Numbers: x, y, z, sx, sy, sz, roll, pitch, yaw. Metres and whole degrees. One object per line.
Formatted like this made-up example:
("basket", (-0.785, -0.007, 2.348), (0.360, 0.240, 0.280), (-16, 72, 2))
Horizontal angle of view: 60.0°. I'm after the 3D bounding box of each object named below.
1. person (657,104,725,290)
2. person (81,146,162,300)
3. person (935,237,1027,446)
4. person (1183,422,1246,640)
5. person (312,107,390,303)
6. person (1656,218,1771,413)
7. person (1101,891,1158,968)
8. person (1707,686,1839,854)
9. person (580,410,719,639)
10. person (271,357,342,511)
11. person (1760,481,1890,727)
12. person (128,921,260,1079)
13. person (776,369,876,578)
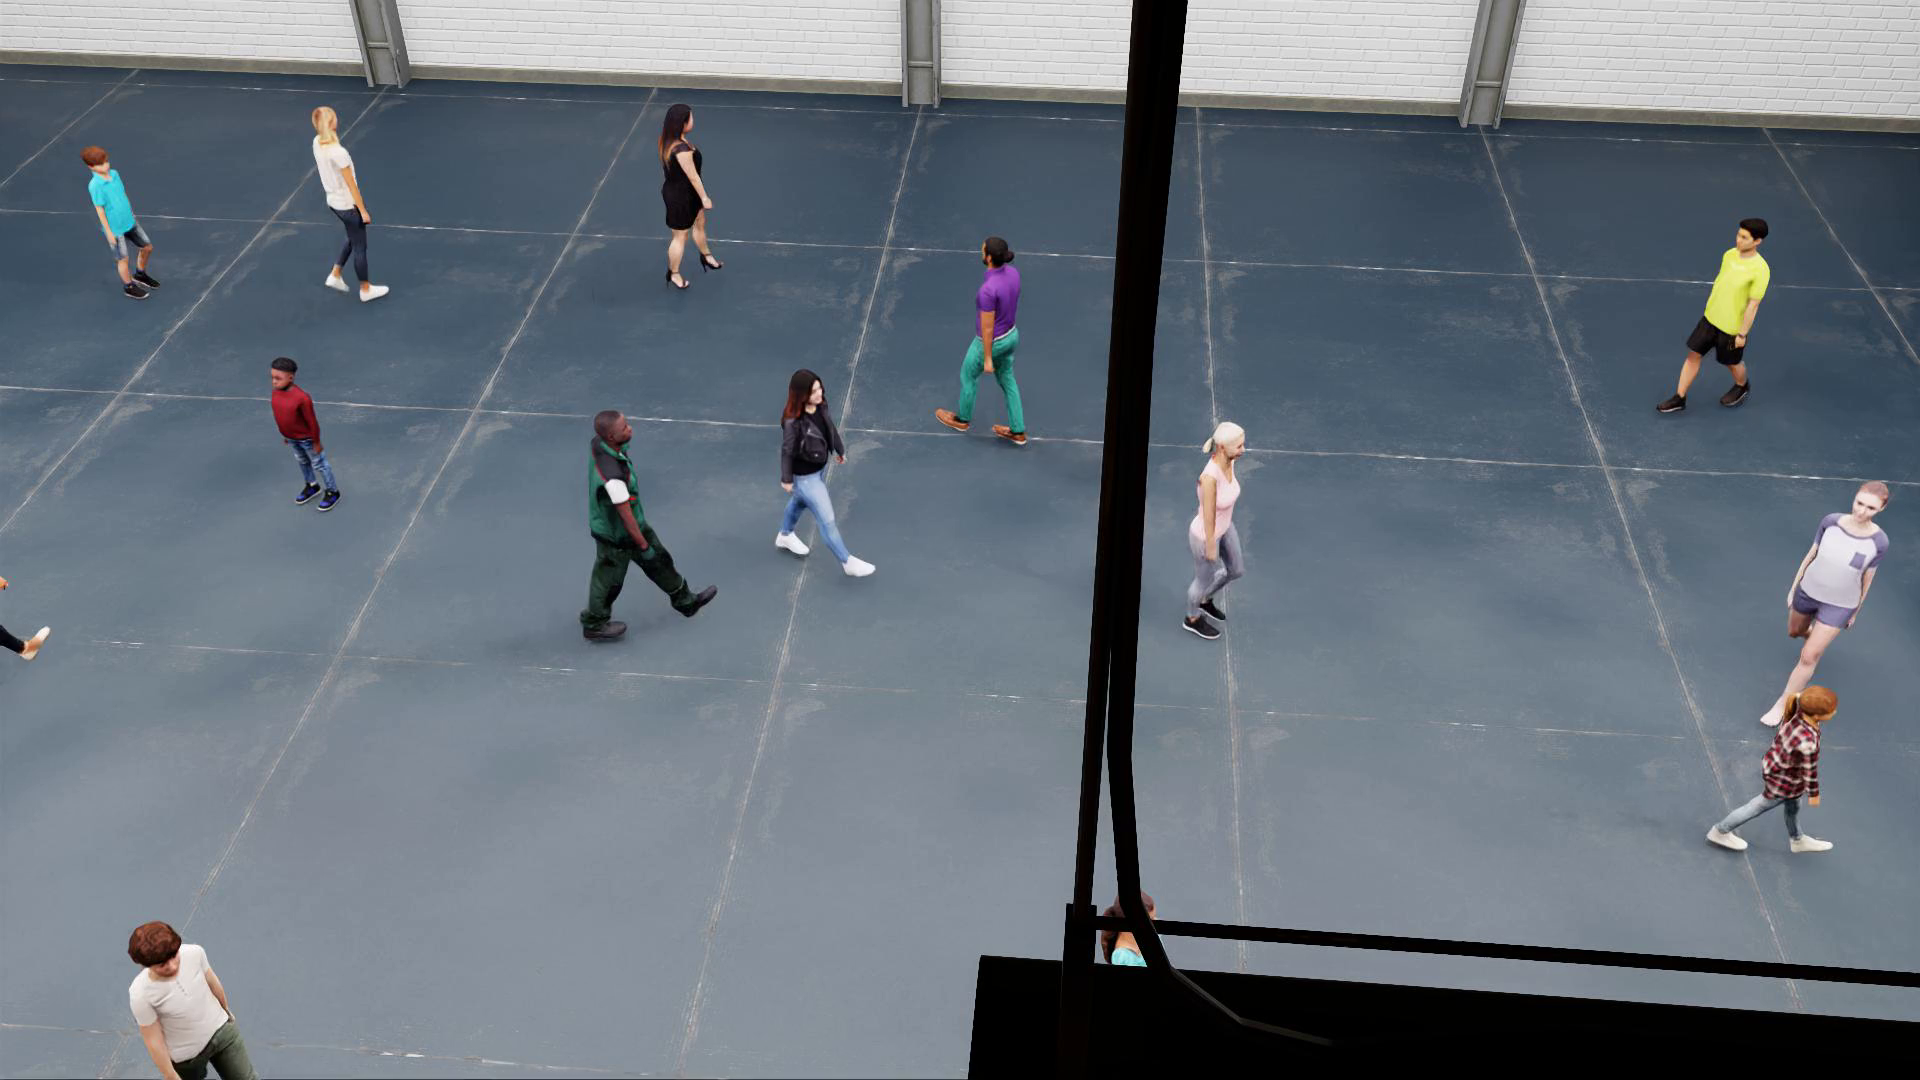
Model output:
("person", (-2.512, -2.958, 14.567), (0.949, 1.693, 0.856), (-16, 41, -20))
("person", (-7.430, -2.796, 14.567), (0.588, 1.438, 0.590), (10, 40, 13))
("person", (0.350, -1.471, 12.669), (1.105, 1.737, 0.935), (23, 44, 26))
("person", (1.584, -0.079, 10.944), (0.706, 1.714, 0.655), (24, 44, 27))
("person", (-5.381, -2.838, 14.330), (0.865, 1.801, 0.810), (-31, 48, -33))
("person", (6.092, -1.745, 13.060), (1.169, 1.676, 0.956), (-15, 41, -18))
("person", (0.820, 2.246, 8.157), (0.547, 1.558, 0.551), (5, 39, 7))
("person", (4.652, 1.345, 9.520), (0.946, 1.267, 0.662), (12, 40, 14))
("person", (-2.296, -0.037, 10.839), (1.274, 1.780, 0.973), (-9, 39, -11))
("person", (-4.835, -0.805, 12.223), (0.525, 1.253, 0.630), (18, 42, 21))
("person", (5.460, 0.330, 10.410), (1.072, 1.741, 1.039), (-30, 47, -32))
("person", (-3.701, 2.366, 7.966), (1.207, 1.610, 0.983), (24, 45, 27))
("person", (-1.110, -0.490, 11.556), (1.175, 1.592, 0.909), (17, 42, 20))
